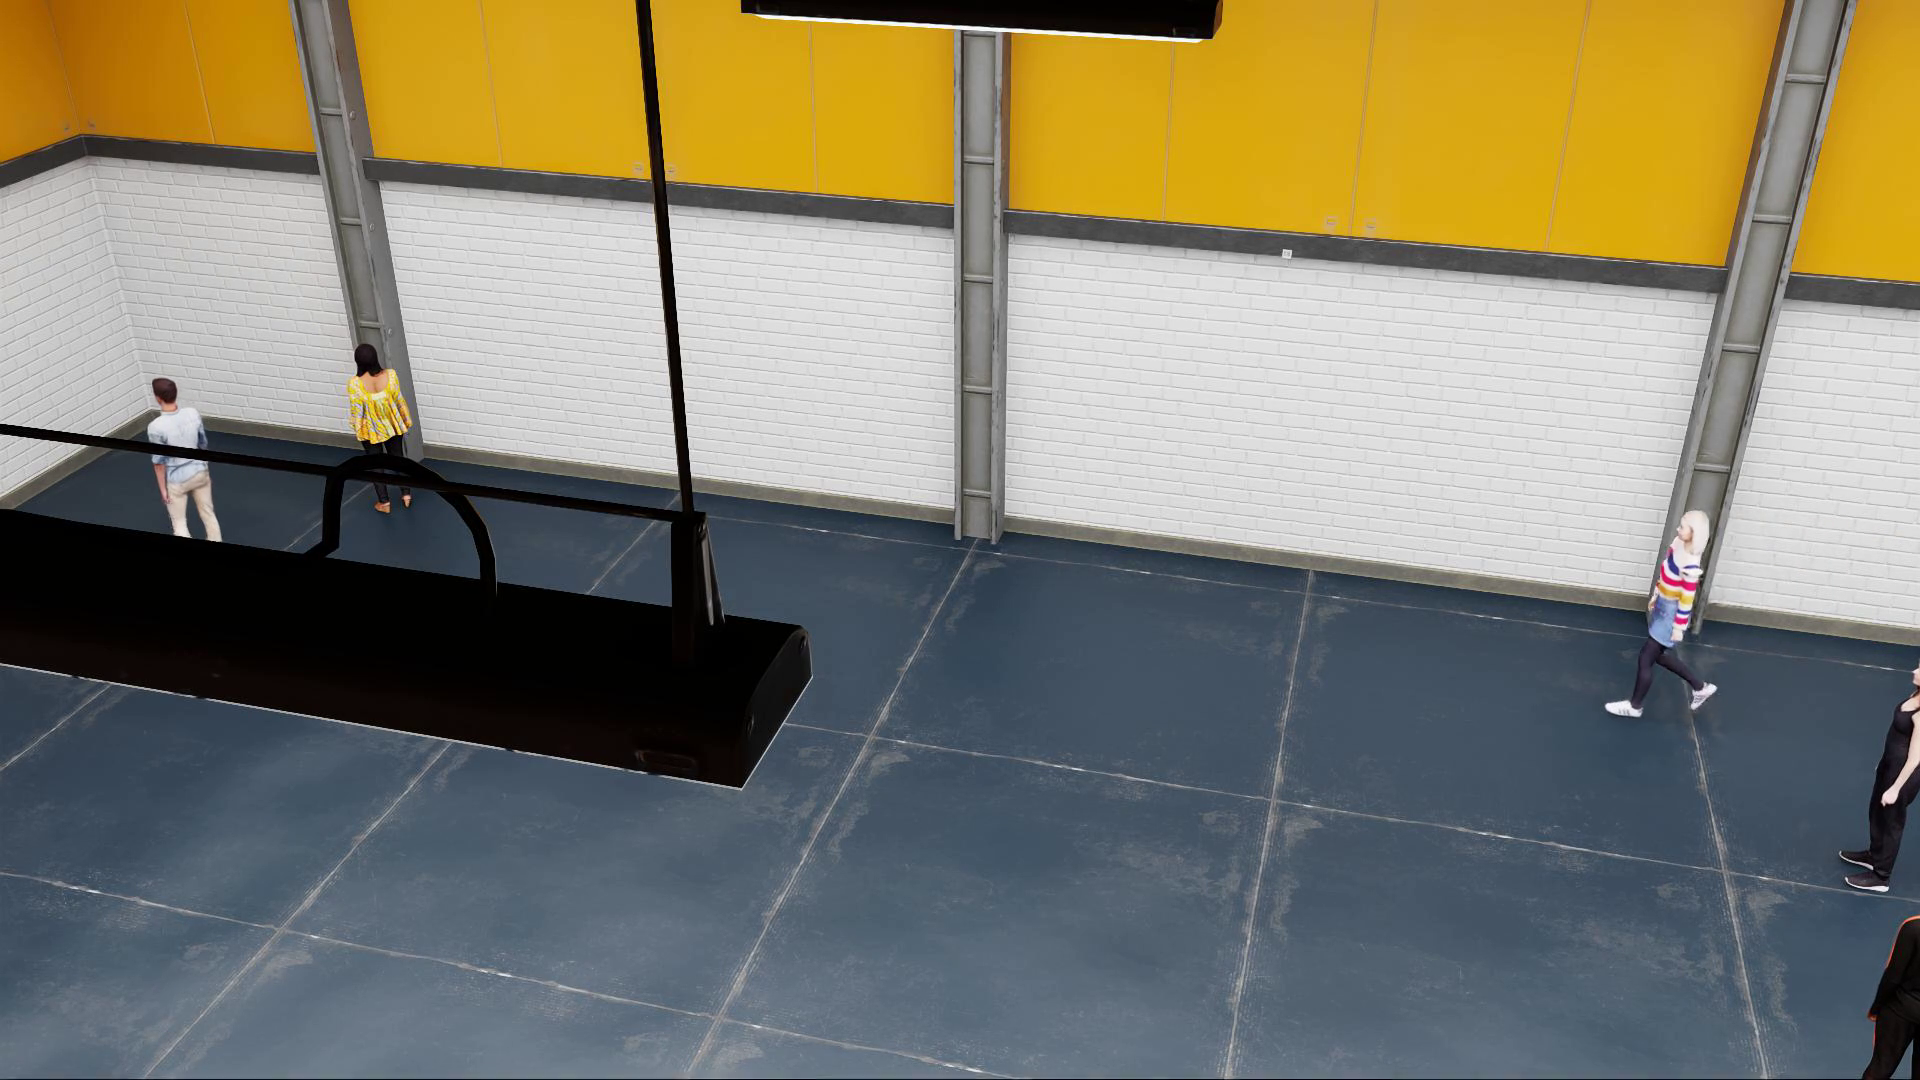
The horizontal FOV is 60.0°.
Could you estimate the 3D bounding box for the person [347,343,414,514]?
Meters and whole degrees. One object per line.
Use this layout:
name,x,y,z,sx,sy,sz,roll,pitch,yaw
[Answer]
person,-5.359,-1.036,15.379,0.880,1.655,0.934,-21,35,-33

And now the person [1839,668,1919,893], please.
person,6.055,1.481,10.669,0.538,1.748,0.587,10,30,17

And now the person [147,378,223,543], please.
person,-6.596,-0.524,14.240,0.763,1.848,0.764,22,36,35

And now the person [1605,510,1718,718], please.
person,5.330,0.572,12.289,0.995,1.791,0.688,5,29,9

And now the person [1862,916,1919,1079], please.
person,5.069,2.488,8.760,0.533,1.808,0.731,13,31,23
